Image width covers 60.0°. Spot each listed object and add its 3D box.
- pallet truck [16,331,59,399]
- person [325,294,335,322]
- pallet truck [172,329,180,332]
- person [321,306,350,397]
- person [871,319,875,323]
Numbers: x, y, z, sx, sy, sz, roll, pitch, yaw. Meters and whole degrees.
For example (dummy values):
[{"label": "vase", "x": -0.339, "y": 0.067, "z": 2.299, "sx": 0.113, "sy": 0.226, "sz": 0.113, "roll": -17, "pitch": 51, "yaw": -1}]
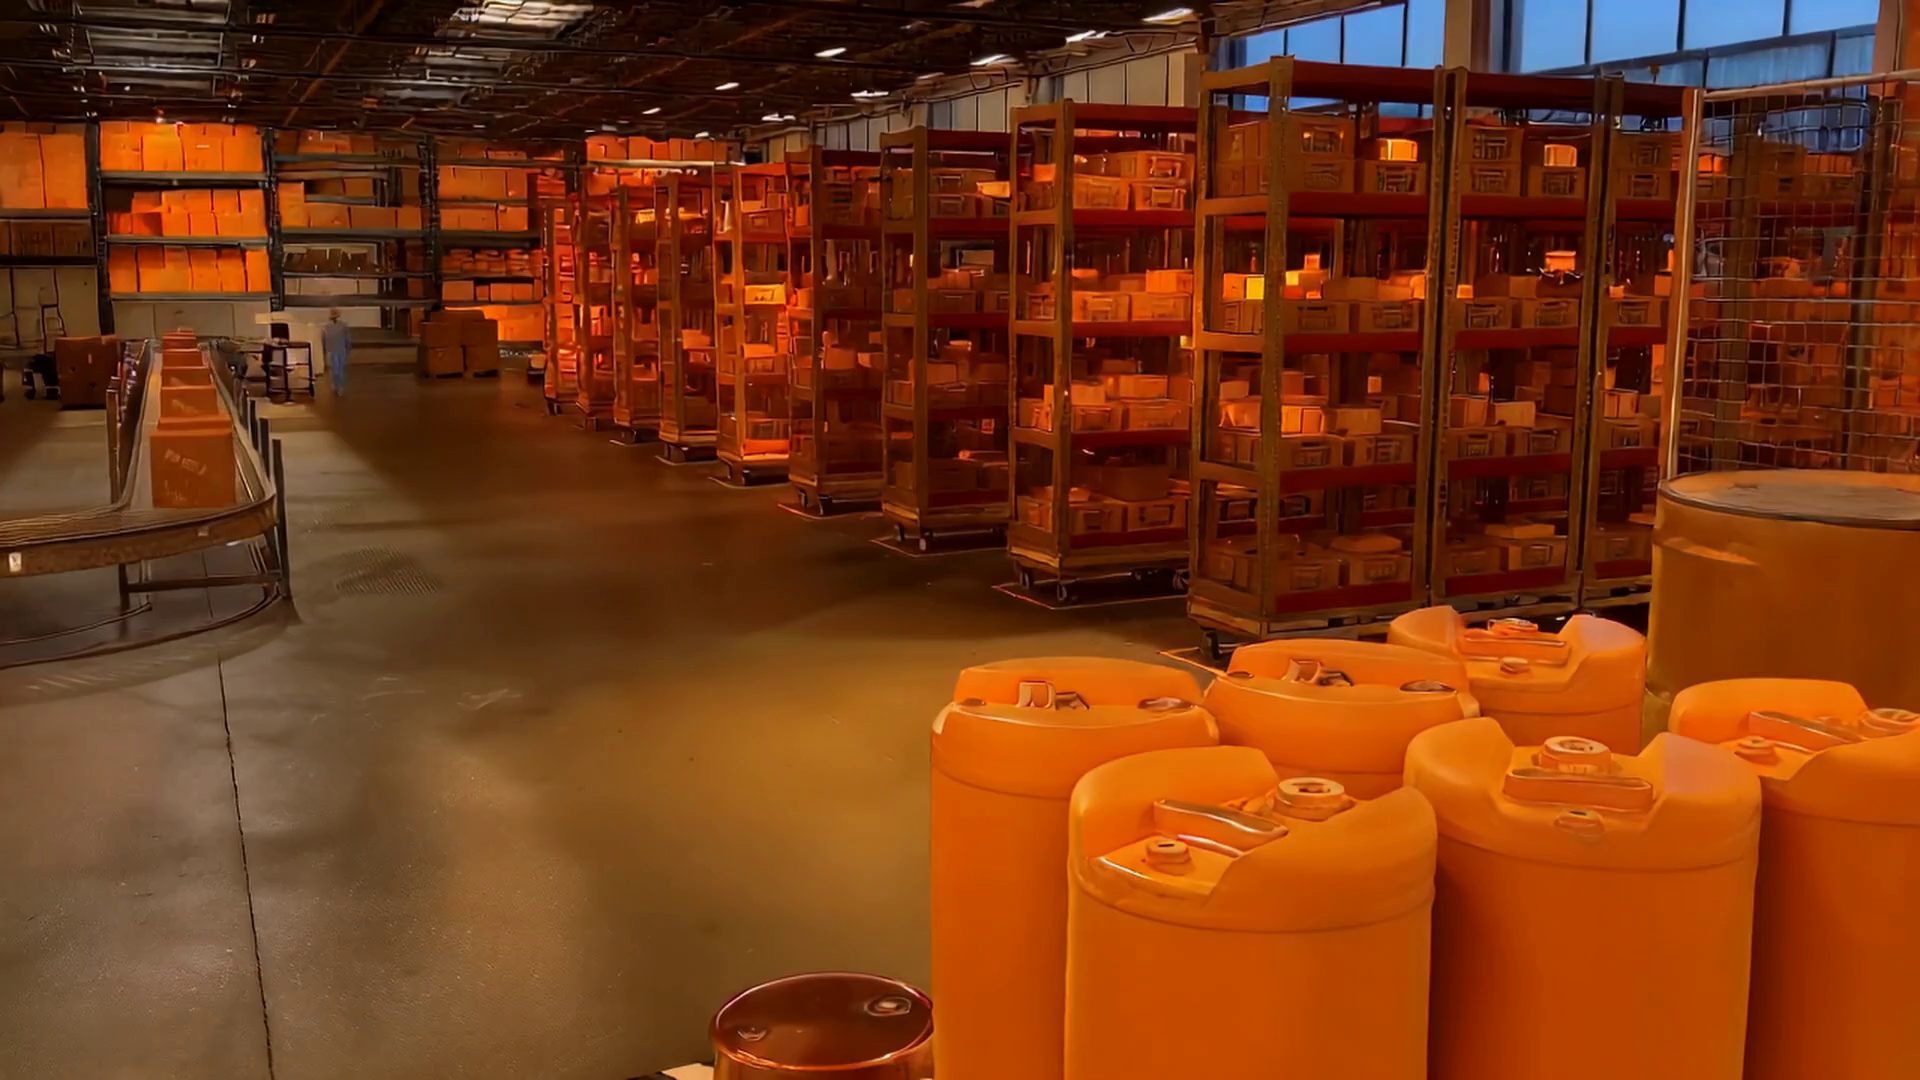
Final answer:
[{"label": "pallet truck", "x": -17.082, "y": -3.353, "z": 31.781, "sx": 1.630, "sy": 1.274, "sz": 0.653, "roll": -4, "pitch": 10, "yaw": -25}, {"label": "person", "x": -18.695, "y": -6.435, "z": 49.505, "sx": 0.333, "sy": 1.758, "sz": 0.531, "roll": -4, "pitch": 10, "yaw": -24}, {"label": "pallet truck", "x": -17.275, "y": -3.851, "z": 35.096, "sx": 1.601, "sy": 1.201, "sz": 0.680, "roll": 0, "pitch": 9, "yaw": 1}, {"label": "person", "x": -12.035, "y": -3.634, "z": 32.100, "sx": 0.530, "sy": 1.753, "sz": 0.523, "roll": -2, "pitch": 9, "yaw": -15}, {"label": "person", "x": -2.564, "y": -6.929, "z": 52.026, "sx": 0.621, "sy": 1.926, "sz": 0.661, "roll": -5, "pitch": 10, "yaw": -28}]
